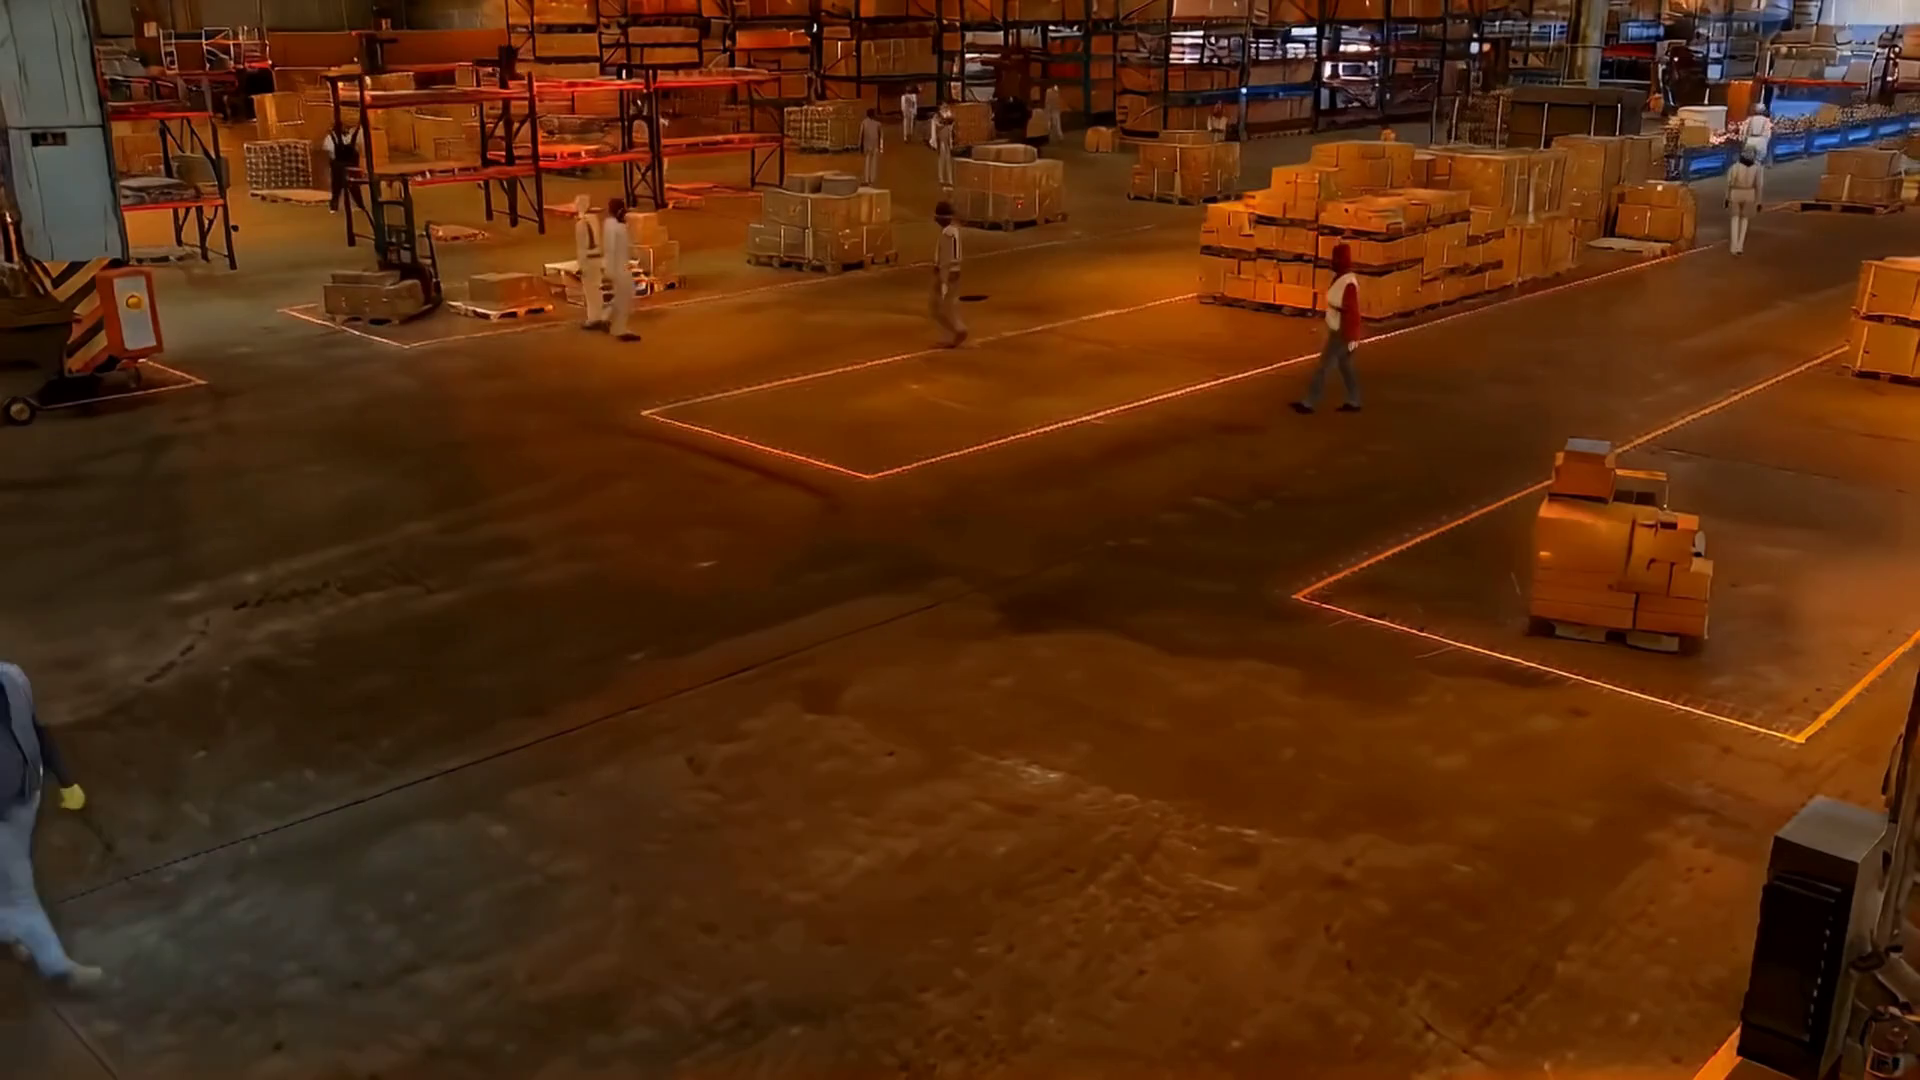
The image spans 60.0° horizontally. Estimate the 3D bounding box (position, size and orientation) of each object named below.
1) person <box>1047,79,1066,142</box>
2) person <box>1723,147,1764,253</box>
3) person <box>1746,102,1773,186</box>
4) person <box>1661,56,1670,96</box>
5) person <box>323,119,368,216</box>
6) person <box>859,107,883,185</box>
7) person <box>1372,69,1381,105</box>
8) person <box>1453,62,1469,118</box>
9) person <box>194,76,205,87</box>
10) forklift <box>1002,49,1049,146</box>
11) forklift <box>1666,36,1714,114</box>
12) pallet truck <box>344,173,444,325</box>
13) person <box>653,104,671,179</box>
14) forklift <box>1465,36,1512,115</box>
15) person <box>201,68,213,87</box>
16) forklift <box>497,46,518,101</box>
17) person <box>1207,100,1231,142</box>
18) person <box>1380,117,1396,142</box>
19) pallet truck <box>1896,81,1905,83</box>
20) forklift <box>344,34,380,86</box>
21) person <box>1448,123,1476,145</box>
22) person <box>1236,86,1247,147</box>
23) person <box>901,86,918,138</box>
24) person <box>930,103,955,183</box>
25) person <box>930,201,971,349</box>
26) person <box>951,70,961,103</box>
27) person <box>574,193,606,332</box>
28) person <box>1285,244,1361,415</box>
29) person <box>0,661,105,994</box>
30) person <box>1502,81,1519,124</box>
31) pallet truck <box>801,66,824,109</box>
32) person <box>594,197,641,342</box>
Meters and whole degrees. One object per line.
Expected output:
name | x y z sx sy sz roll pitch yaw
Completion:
person | 2.787 -13.134 50.903 0.867 1.897 0.646 10 21 28
person | 13.936 -6.044 29.577 0.595 1.860 0.990 7 20 20
person | 18.866 -9.333 39.292 1.091 1.977 0.620 -14 23 -37
person | 29.984 -19.665 70.772 0.315 1.767 0.535 -3 19 -9
person | -12.860 -7.803 34.603 0.868 2.000 0.581 -14 23 -36
person | -2.140 -9.481 40.016 0.554 1.810 0.994 0 18 1
person | 15.845 -17.025 63.040 0.526 1.618 0.367 -4 19 -13
person | 18.361 -16.398 60.613 0.706 1.971 0.632 5 19 14
person | -25.835 -14.985 56.798 0.540 1.675 0.369 -4 19 -12
forklift | 1.678 -13.089 49.216 1.129 2.768 1.873 17 25 41
forklift | 27.341 -17.291 61.877 1.129 2.768 1.873 17 25 41
pallet truck | -8.209 -4.181 23.757 0.823 1.965 1.885 3 19 9
person | -7.366 -9.806 40.972 0.441 1.823 0.628 -7 20 -20
forklift | 19.973 -17.201 61.605 1.873 2.768 1.129 16 24 40
person | -26.039 -15.431 57.831 0.547 1.892 0.760 16 24 40
forklift | -14.008 -13.933 51.760 1.873 2.768 1.129 -11 21 -29
person | 6.365 -9.861 41.019 0.610 1.907 0.418 2 18 6
person | 9.901 -8.965 38.642 0.318 1.697 0.535 17 25 41
pallet truck | 34.802 -16.331 61.455 0.653 1.274 1.630 17 25 41
forklift | -23.141 -18.403 65.227 1.129 2.768 1.873 17 25 41
person | 10.026 -7.369 33.411 0.607 1.966 0.367 5 19 15
person | 8.371 -12.627 49.584 0.339 1.757 0.518 11 21 30
person | -1.597 -13.434 52.239 0.522 1.620 0.675 2 18 6
person | -0.388 -9.562 40.088 0.651 1.915 0.719 -4 19 -13
person | -0.155 -3.402 21.510 0.471 1.929 0.636 3 19 9
person | -0.109 -14.607 55.257 0.552 1.942 0.342 17 25 41
person | -5.083 -3.799 22.794 0.366 1.882 0.597 5 19 15
person | 4.051 -2.305 18.298 0.953 1.878 0.599 1 18 2
person | -4.371 1.237 7.740 0.894 1.807 0.628 4 19 12
person | 16.805 -12.964 50.421 0.981 1.859 0.675 -15 24 -39
pallet truck | -4.812 -15.182 56.903 0.823 1.965 1.885 -9 21 -26
person | -4.591 -3.595 22.111 0.535 1.921 0.651 0 18 0
